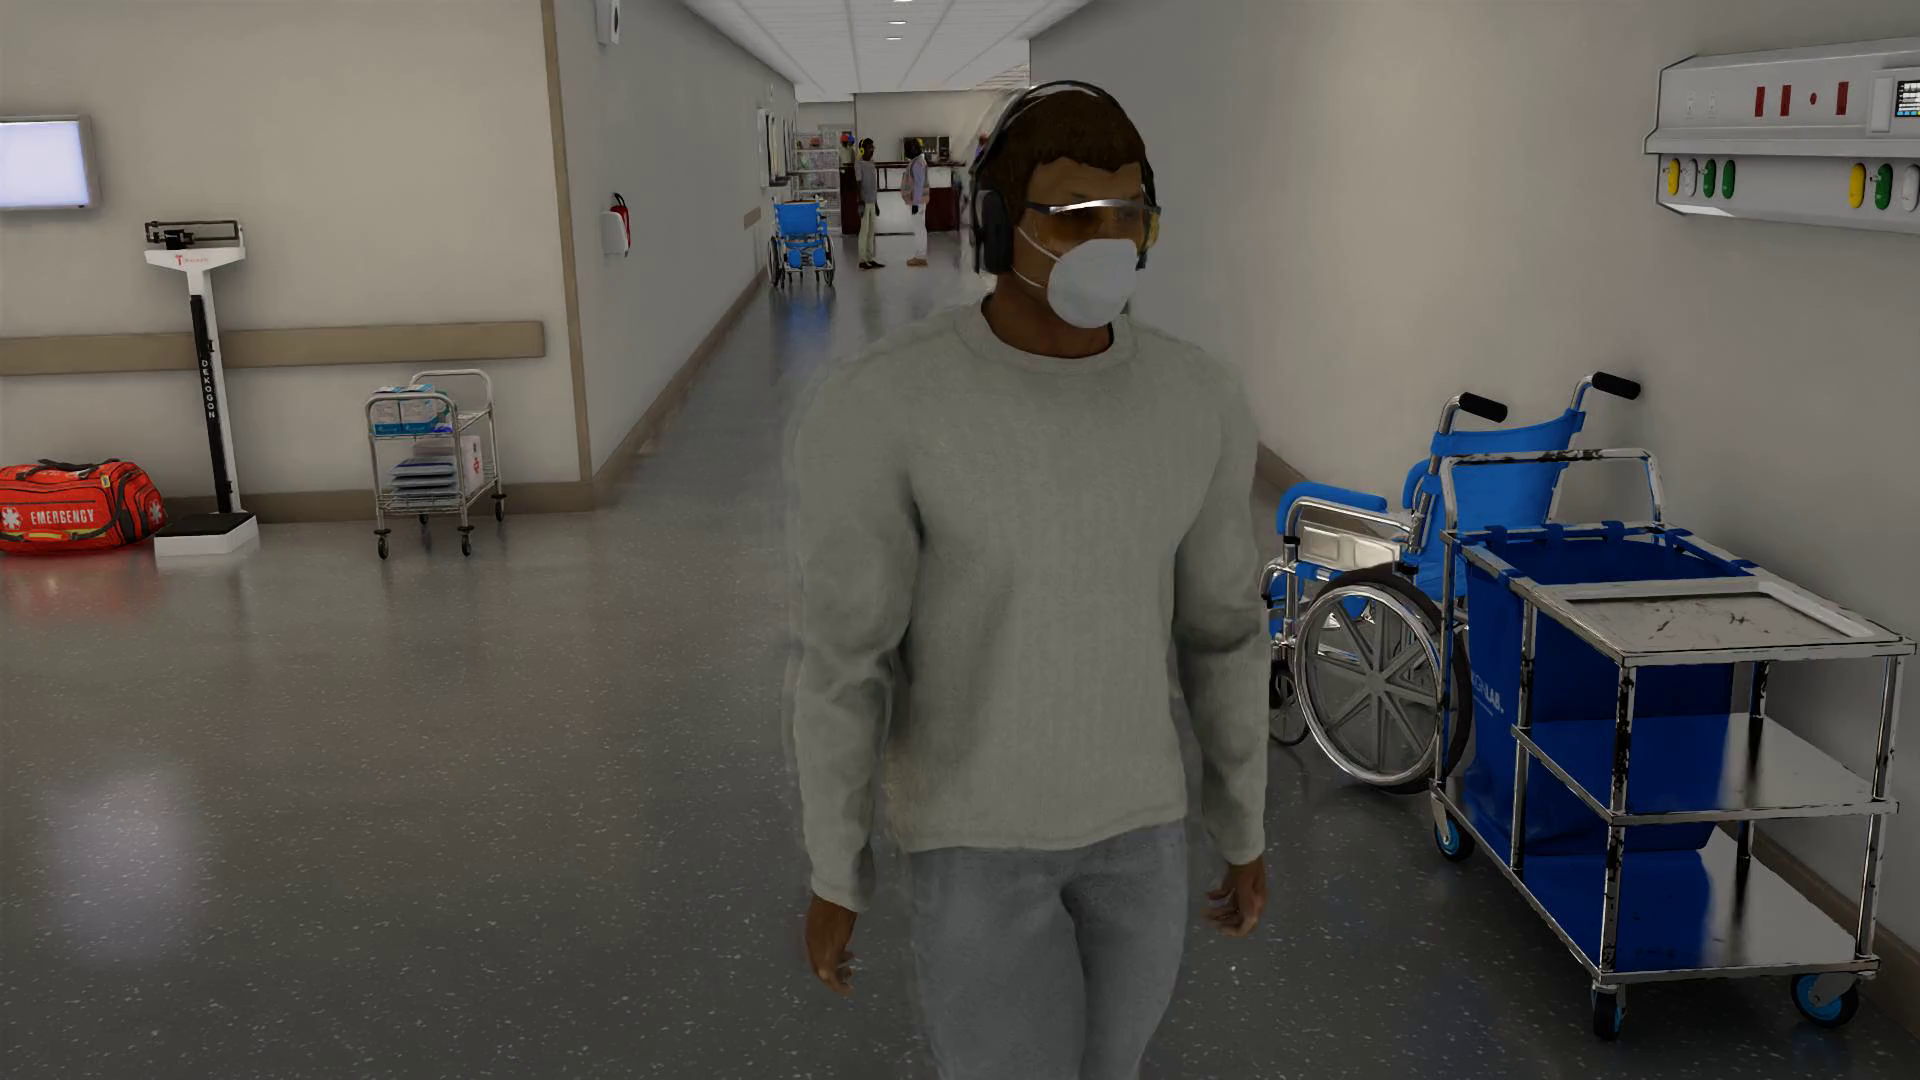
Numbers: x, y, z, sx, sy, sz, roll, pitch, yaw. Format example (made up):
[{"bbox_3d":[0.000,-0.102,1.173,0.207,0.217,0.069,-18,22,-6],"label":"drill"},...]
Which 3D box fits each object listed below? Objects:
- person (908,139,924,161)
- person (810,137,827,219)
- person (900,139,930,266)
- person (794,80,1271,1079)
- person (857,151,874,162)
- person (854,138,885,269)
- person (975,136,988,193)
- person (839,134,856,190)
[{"bbox_3d":[-1.003,-8.605,39.527,0.403,1.824,0.598,-10,16,-30],"label":"person"},{"bbox_3d":[-3.352,-8.591,39.536,0.409,1.918,0.564,-7,15,-20],"label":"person"},{"bbox_3d":[-0.656,-4.969,24.514,0.429,1.839,0.621,-2,14,0],"label":"person"},{"bbox_3d":[0.133,0.399,2.167,0.663,1.924,0.437,-9,15,-27],"label":"person"},{"bbox_3d":[-2.287,-8.873,40.742,0.429,1.840,0.637,-6,14,-18],"label":"person"},{"bbox_3d":[-1.325,-4.882,24.163,0.317,1.870,0.531,5,15,25],"label":"person"},{"bbox_3d":[0.559,-9.170,41.623,0.372,1.840,0.570,-7,15,-22],"label":"person"},{"bbox_3d":[-3.138,-10.188,45.939,0.626,1.987,0.398,-10,16,-31],"label":"person"}]
